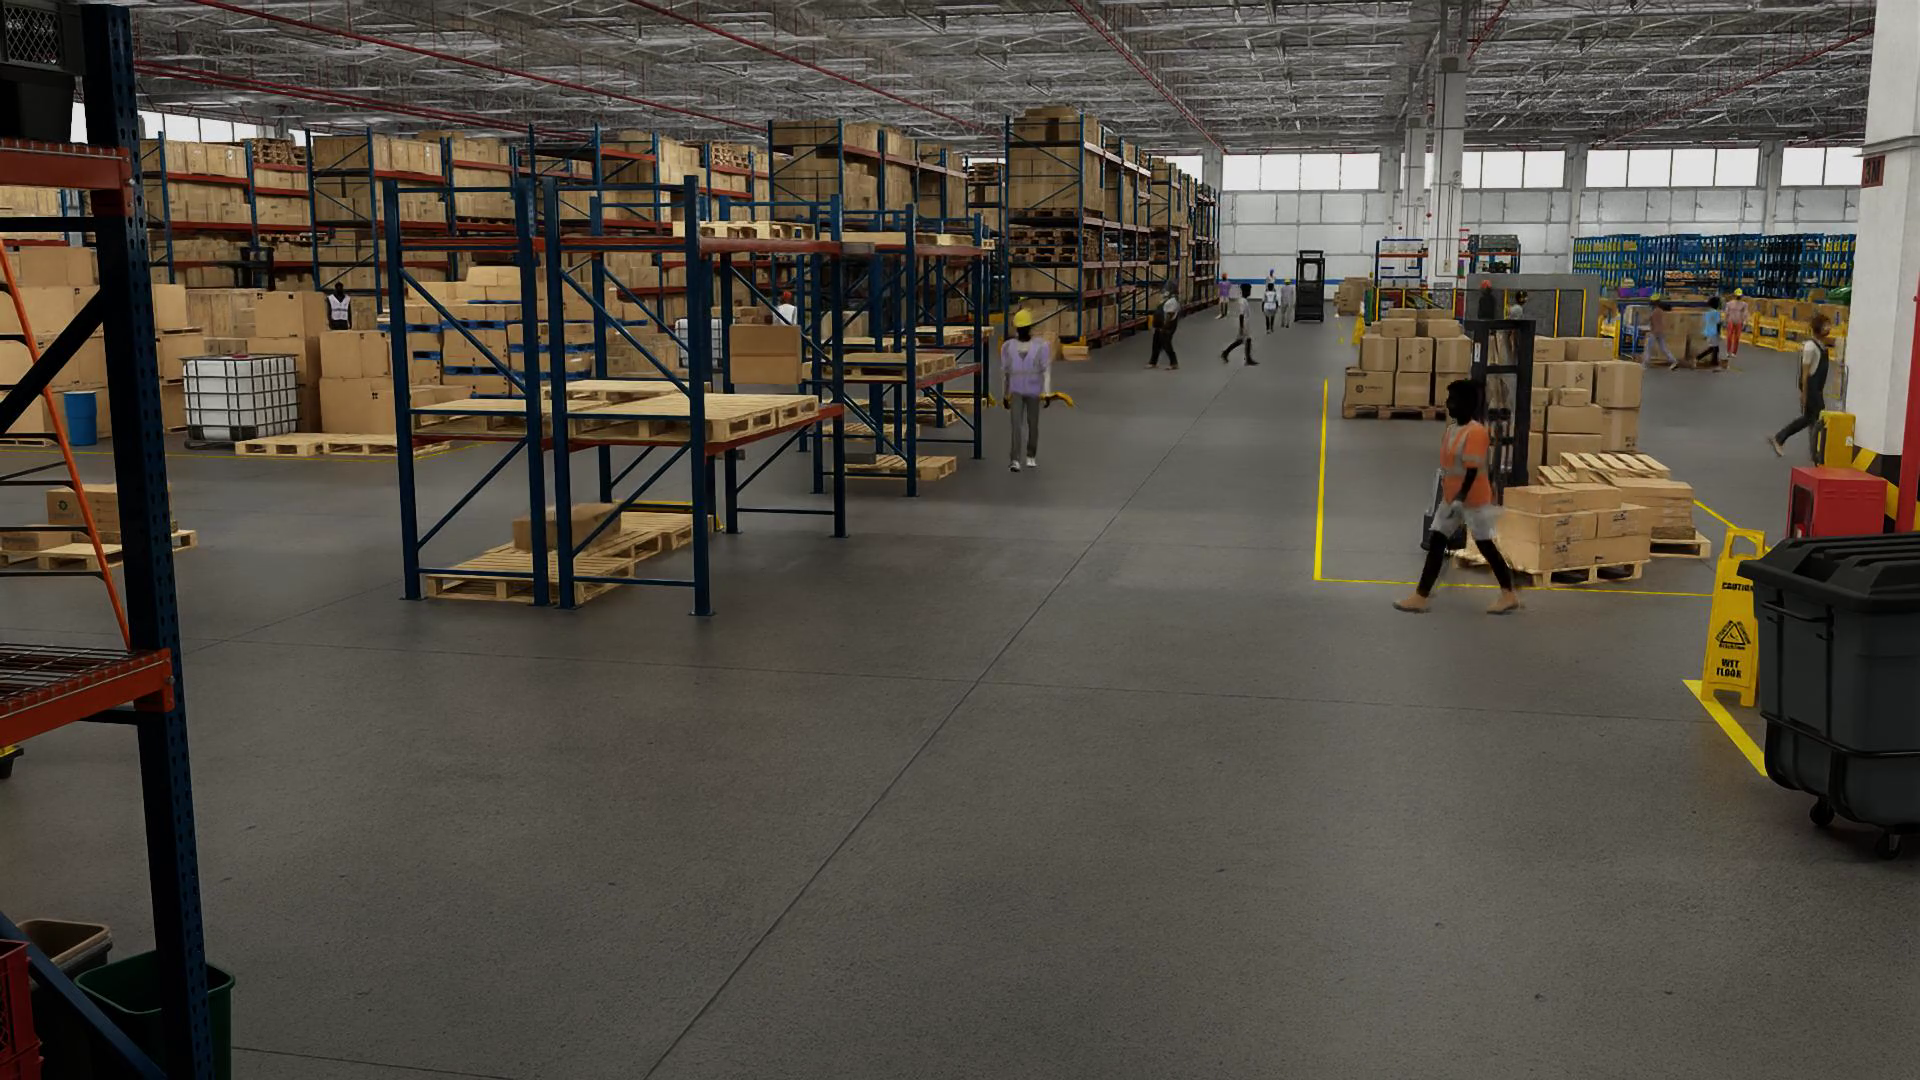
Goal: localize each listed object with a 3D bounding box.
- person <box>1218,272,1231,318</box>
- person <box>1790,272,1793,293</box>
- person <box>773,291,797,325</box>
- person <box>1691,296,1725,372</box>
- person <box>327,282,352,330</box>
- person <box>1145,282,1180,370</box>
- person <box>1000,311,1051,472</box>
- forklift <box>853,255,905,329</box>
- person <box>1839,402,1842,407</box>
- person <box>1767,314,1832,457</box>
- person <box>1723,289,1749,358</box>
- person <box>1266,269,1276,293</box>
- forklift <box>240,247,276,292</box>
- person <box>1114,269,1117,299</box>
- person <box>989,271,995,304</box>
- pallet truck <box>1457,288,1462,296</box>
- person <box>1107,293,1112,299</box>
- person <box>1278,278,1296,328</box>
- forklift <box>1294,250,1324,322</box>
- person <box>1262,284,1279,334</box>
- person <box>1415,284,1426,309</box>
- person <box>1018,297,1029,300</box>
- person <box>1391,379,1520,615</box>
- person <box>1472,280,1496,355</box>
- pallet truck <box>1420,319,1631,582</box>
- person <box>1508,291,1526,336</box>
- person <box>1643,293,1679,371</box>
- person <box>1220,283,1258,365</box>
[{"bbox_3d":[11.259,-10.439,70.874,0.548,1.923,0.532,2,10,12],"label":"person"},{"bbox_3d":[44.069,-13.339,88.277,0.388,1.837,0.563,-4,10,-20],"label":"person"},{"bbox_3d":[-3.486,-4.108,33.594,0.583,1.856,0.878,0,10,-2],"label":"person"},{"bbox_3d":[16.469,-4.520,36.554,0.704,1.661,0.551,1,10,3],"label":"person"},{"bbox_3d":[-15.332,-5.408,41.110,0.591,1.910,0.384,-7,12,-37],"label":"person"},{"bbox_3d":[4.575,-4.832,37.300,0.629,2.000,0.721,-2,10,-12],"label":"person"},{"bbox_3d":[0.769,-1.749,19.532,0.608,1.871,0.998,2,10,9],"label":"person"},{"bbox_3d":[-1.939,-5.260,37.353,1.129,2.768,1.873,2,10,12],"label":"forklift"},{"bbox_3d":[13.864,-2.755,25.425,0.556,1.902,0.611,3,10,15],"label":"person"},{"bbox_3d":[10.383,-1.859,20.362,0.801,1.821,0.522,8,12,39],"label":"person"},{"bbox_3d":[19.412,-5.405,41.585,0.557,1.726,0.840,4,10,20],"label":"person"},{"bbox_3d":[16.269,-13.181,87.036,0.614,1.938,0.407,-5,11,-26],"label":"person"},{"bbox_3d":[-20.036,-6.999,47.653,1.129,2.768,1.873,2,10,12],"label":"forklift"},{"bbox_3d":[8.973,-14.413,94.361,1.040,1.946,0.620,-4,10,-23],"label":"person"},{"bbox_3d":[1.600,-13.129,86.845,0.562,1.889,0.952,1,10,5],"label":"person"},{"bbox_3d":[20.506,-9.785,68.819,0.653,1.274,1.630,2,10,12],"label":"pallet truck"},{"bbox_3d":[7.340,-12.203,81.682,0.433,1.809,0.737,1,10,7],"label":"person"},{"bbox_3d":[11.809,-8.555,60.083,0.624,1.786,0.901,1,10,7],"label":"person"},{"bbox_3d":[13.778,-10.002,65.433,1.129,2.768,1.873,2,10,12],"label":"forklift"},{"bbox_3d":[10.353,-7.728,55.584,0.549,1.642,0.858,1,10,6],"label":"person"},{"bbox_3d":[15.955,-8.053,57.583,0.286,1.631,0.502,-5,11,-26],"label":"person"},{"bbox_3d":[2.541,-9.230,64.511,0.555,1.632,0.880,9,13,44],"label":"person"},{"bbox_3d":[3.505,-0.286,11.544,0.894,1.651,0.546,-2,10,-12],"label":"person"},{"bbox_3d":[12.439,-5.172,39.489,0.656,1.977,0.475,-7,12,-37],"label":"person"},{"bbox_3d":[4.543,-0.757,13.299,0.823,1.965,1.885,-4,10,-22],"label":"pallet truck"},{"bbox_3d":[11.640,-4.286,34.753,1.016,1.817,0.539,-1,10,-6],"label":"person"},{"bbox_3d":[15.530,-4.613,36.910,0.849,1.733,0.508,8,13,41],"label":"person"},{"bbox_3d":[6.547,-5.049,38.899,0.830,1.940,0.610,1,10,6],"label":"person"}]
